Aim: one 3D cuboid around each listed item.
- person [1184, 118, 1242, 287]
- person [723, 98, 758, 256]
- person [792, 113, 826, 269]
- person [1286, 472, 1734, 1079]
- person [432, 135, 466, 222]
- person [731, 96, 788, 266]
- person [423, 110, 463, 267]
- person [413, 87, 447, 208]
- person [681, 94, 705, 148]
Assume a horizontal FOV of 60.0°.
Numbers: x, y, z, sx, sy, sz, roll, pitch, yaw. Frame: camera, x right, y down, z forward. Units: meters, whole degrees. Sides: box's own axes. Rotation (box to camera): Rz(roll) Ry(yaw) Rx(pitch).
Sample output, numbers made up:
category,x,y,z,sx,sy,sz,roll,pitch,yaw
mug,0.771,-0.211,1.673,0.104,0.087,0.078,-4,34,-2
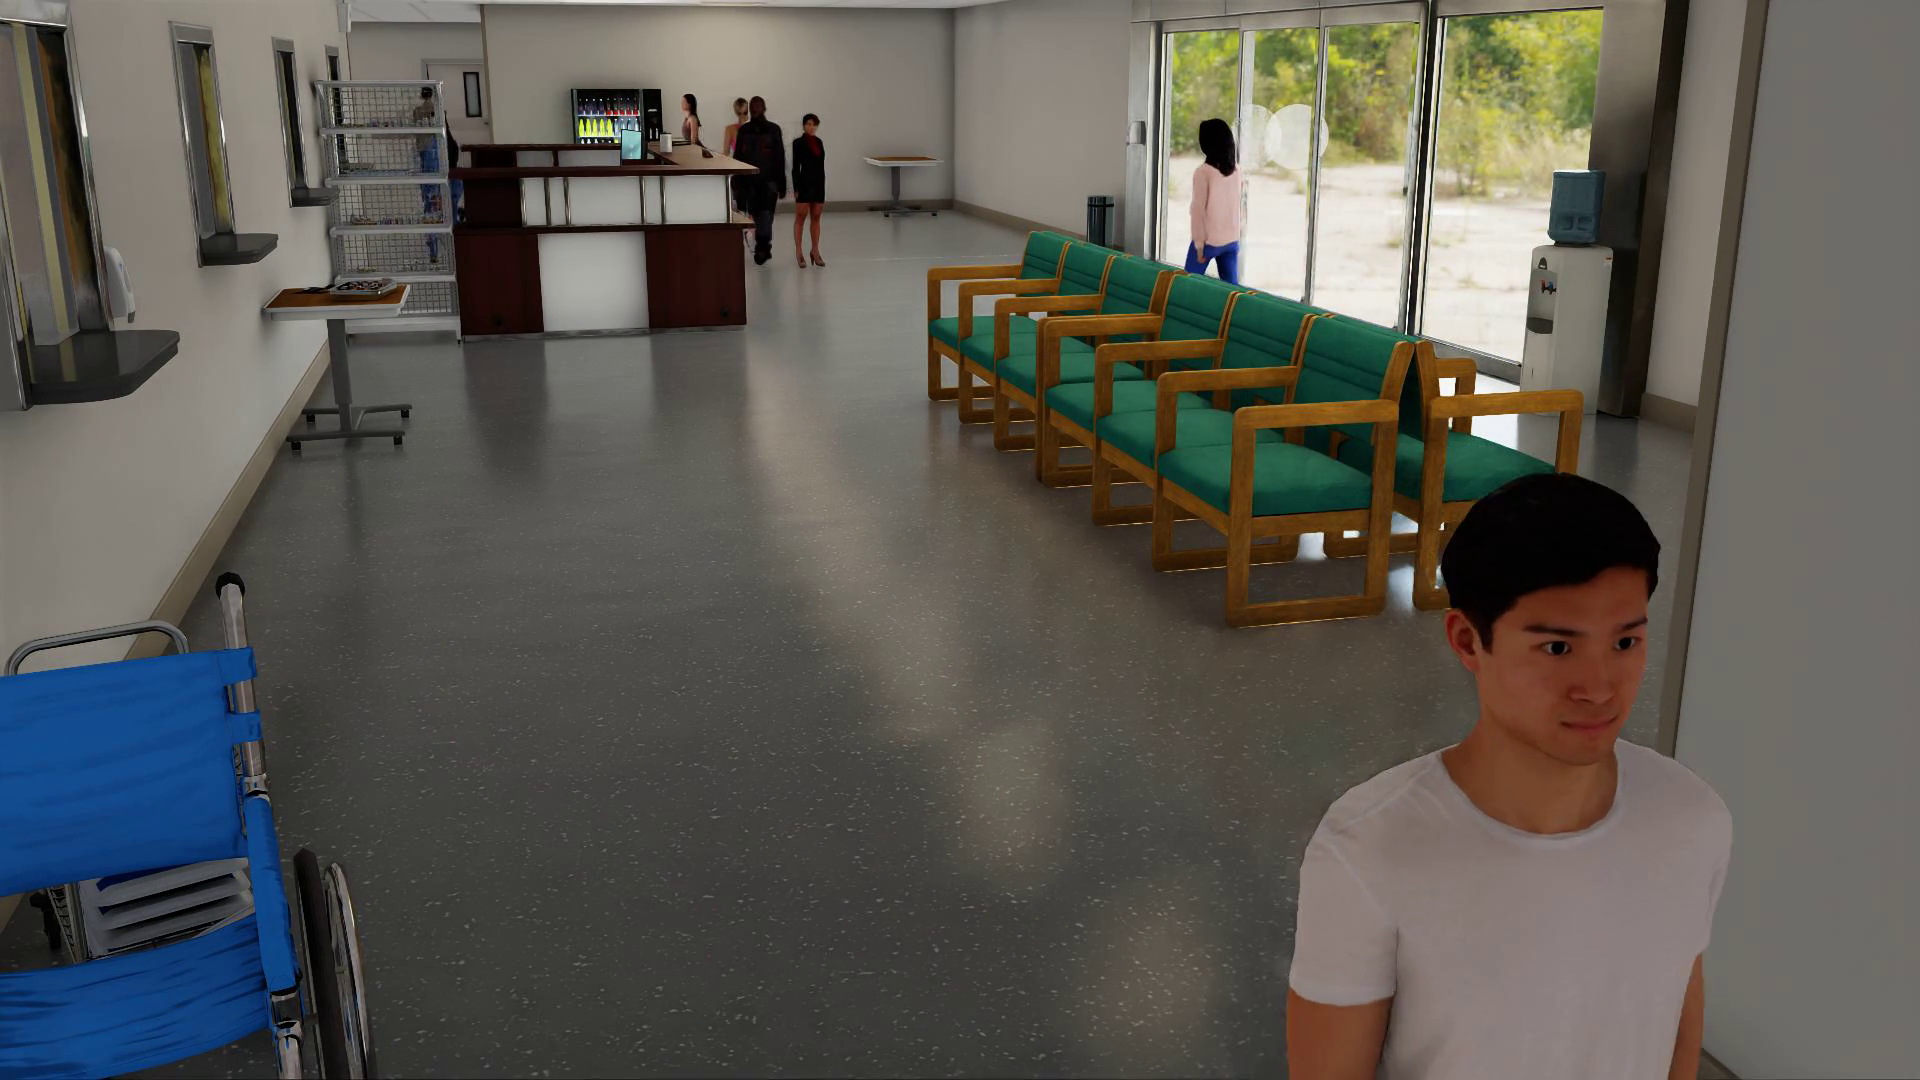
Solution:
category,x,y,z,sx,sy,sz,roll,pitch,yaw
person,1.846,-2.009,11.611,1.163,1.711,0.893,-8,18,-27
person,-2.446,-4.092,18.907,0.982,1.760,0.777,-1,16,-3
person,-1.641,-3.805,18.114,0.632,1.640,0.719,-13,20,-39
person,0.548,0.743,1.864,0.860,1.703,0.774,-2,16,-9
person,-6.835,-4.885,22.129,0.801,1.540,0.663,-8,18,-26
person,-2.158,-3.900,18.182,1.254,1.784,1.108,2,16,8
person,-5.112,-3.453,16.775,0.914,1.687,0.854,4,16,13
person,-8.155,-5.987,25.538,1.199,1.811,1.025,1,16,3
person,-3.703,-5.390,23.511,0.738,1.761,0.672,-7,17,-22
